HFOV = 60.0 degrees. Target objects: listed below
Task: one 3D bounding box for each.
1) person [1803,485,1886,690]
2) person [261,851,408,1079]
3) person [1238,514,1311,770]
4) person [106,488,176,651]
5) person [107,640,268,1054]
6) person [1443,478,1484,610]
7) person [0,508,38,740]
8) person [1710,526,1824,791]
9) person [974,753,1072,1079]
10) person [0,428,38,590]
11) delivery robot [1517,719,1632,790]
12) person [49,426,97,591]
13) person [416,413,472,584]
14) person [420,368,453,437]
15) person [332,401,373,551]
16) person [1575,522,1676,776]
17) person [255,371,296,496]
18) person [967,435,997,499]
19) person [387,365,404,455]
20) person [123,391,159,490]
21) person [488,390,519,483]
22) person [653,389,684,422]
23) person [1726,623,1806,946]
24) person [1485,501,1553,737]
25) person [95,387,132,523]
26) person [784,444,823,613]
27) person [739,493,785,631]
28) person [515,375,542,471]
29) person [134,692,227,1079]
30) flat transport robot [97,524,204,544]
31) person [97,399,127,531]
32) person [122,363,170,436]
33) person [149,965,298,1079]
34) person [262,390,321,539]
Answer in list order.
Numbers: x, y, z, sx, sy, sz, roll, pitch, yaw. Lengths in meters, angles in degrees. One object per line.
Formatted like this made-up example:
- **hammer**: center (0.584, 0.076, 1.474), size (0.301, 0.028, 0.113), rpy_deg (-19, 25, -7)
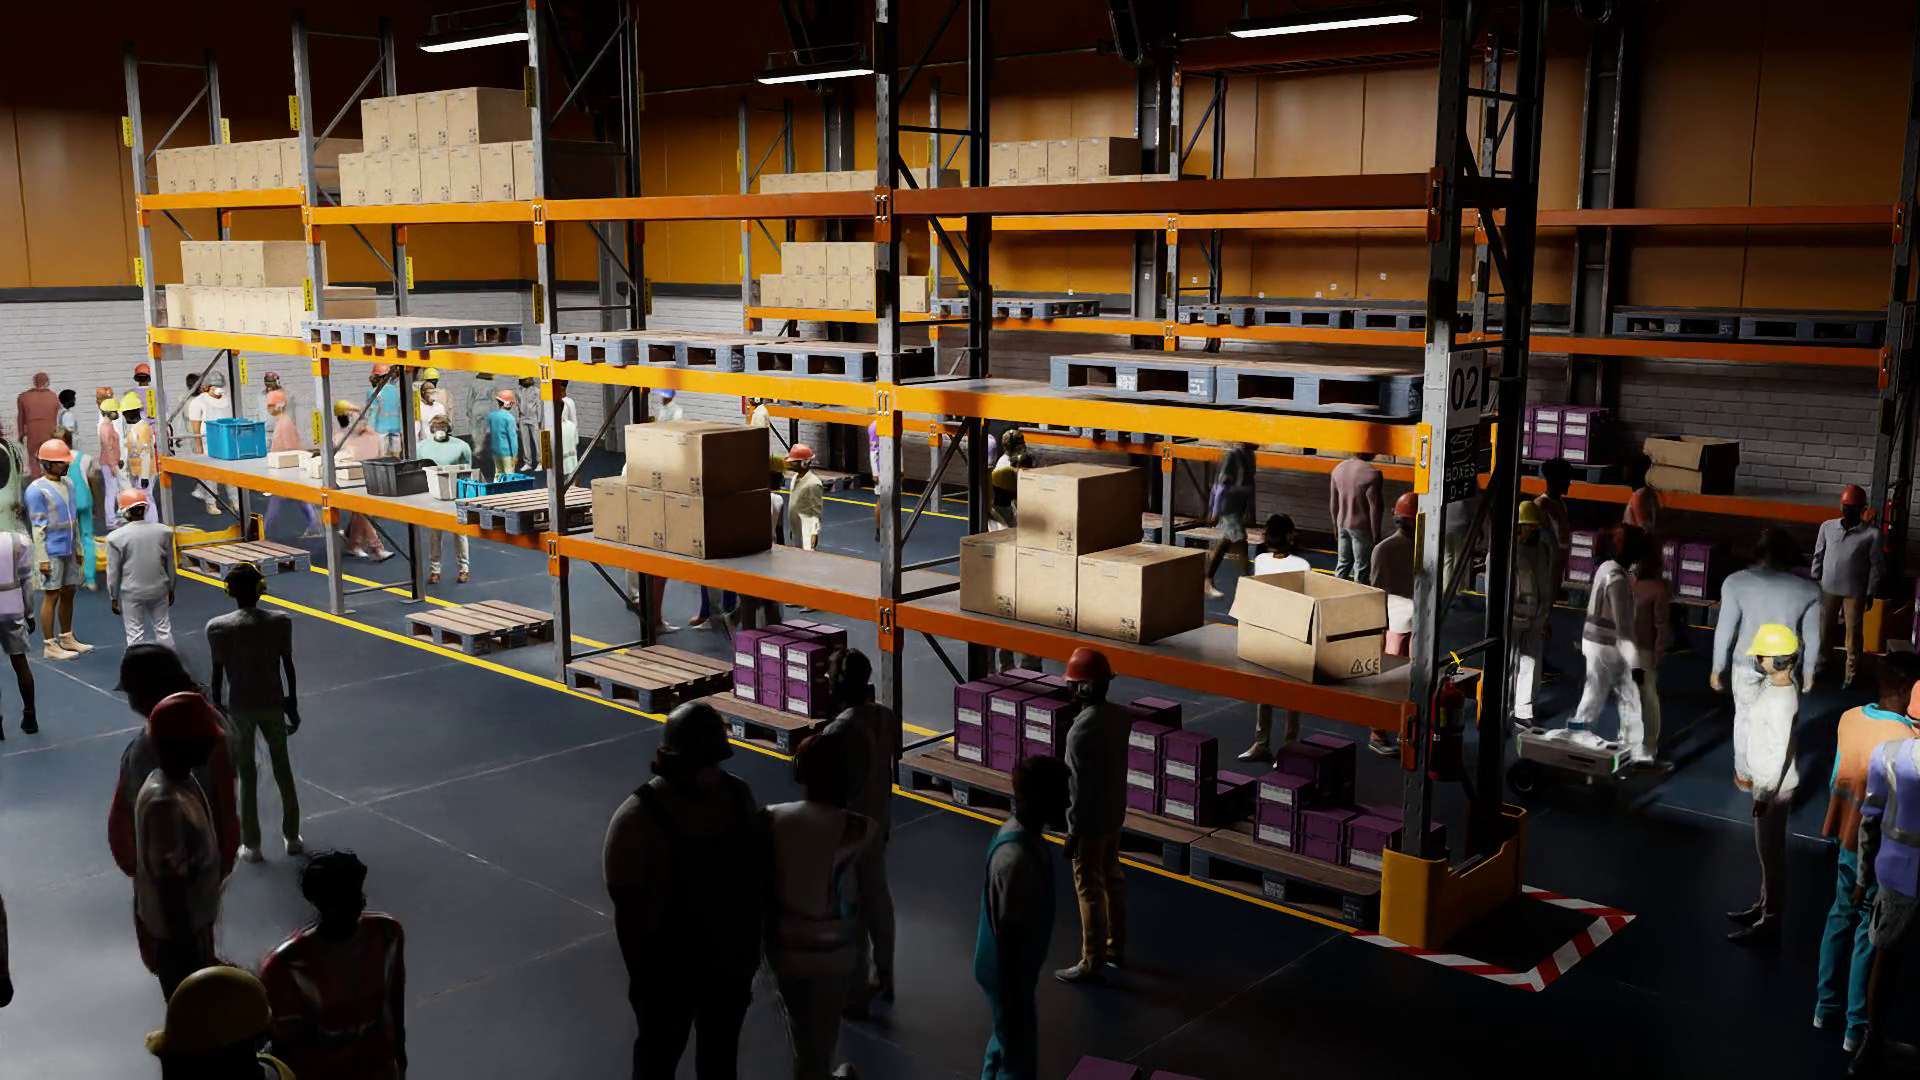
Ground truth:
- **person**: center (7.579, 0.394, 14.261), size (0.318, 1.756, 0.563), rpy_deg (-8, 13, -39)
- **person**: center (-2.140, 1.917, 5.871), size (0.550, 1.664, 0.767), rpy_deg (-9, 13, -41)
- **person**: center (2.296, 0.729, 12.060), size (0.314, 1.866, 0.537), rpy_deg (-10, 14, -43)
- **person**: center (-6.955, 0.424, 14.133), size (0.350, 1.743, 0.568), rpy_deg (9, 14, 42)
- **person**: center (-3.507, 1.424, 7.638), size (0.738, 2.000, 0.700), rpy_deg (0, 10, -1)
- **person**: center (5.176, -0.144, 17.500), size (0.616, 1.683, 0.843), rpy_deg (1, 10, 7)
- **person**: center (-7.416, 0.568, 12.779), size (0.377, 1.932, 0.551), rpy_deg (9, 14, 42)
- **person**: center (5.441, 0.869, 11.225), size (0.675, 1.907, 0.905), rpy_deg (4, 11, 20)
- **person**: center (0.233, 1.723, 6.562), size (0.391, 1.831, 0.517), rpy_deg (1, 10, 3)
- **person**: center (-10.614, -0.442, 18.188), size (0.915, 2.000, 0.689), rpy_deg (-2, 10, -12)
- **delivery robot**: center (4.190, 1.464, 11.350), size (0.707, 0.478, 0.477), rpy_deg (9, 14, 42)
- **person**: center (-9.731, -0.341, 18.250), size (0.528, 1.817, 0.596), rpy_deg (-10, 14, -44)
- **person**: center (-5.770, -0.461, 18.628), size (0.628, 1.930, 0.382), rpy_deg (-2, 10, -10)
- **person**: center (-8.028, -1.666, 25.432), size (0.363, 1.928, 0.587), rpy_deg (8, 13, 37)
- **person**: center (-7.558, -0.794, 20.674), size (1.016, 1.863, 0.605), rpy_deg (8, 13, 37)
- **person**: center (4.701, 0.801, 11.669), size (0.860, 1.852, 0.589), rpy_deg (3, 10, 16)
- **person**: center (-10.353, -1.600, 25.149), size (0.642, 1.900, 0.400), rpy_deg (2, 10, 12)
- **person**: center (0.243, -0.611, 19.468), size (0.382, 1.927, 0.594), rpy_deg (-4, 11, -21)
- **person**: center (-10.190, -2.349, 30.131), size (0.517, 1.632, 0.315), rpy_deg (4, 11, 21)
- **person**: center (-11.673, -1.248, 23.640), size (0.394, 1.729, 0.494), rpy_deg (6, 12, 30)
- **person**: center (-6.481, -1.275, 23.750), size (0.574, 1.742, 0.355), rpy_deg (8, 13, 40)
- **person**: center (-4.112, -1.271, 23.286), size (0.678, 1.895, 0.394), rpy_deg (9, 14, 42)
- **person**: center (4.382, 1.317, 9.033), size (0.315, 1.766, 0.523), rpy_deg (5, 11, 26)
- **person**: center (4.334, 0.604, 12.852), size (0.590, 1.837, 0.404), rpy_deg (-4, 11, -20)
- **person**: center (-11.593, -1.166, 22.793), size (0.372, 1.871, 0.591), rpy_deg (-10, 14, -43)
- **person**: center (-1.630, -0.122, 17.193), size (0.339, 1.749, 0.573), rpy_deg (-6, 12, -31)
- **person**: center (-1.847, 0.215, 15.021), size (0.564, 1.847, 0.396), rpy_deg (-5, 11, -25)
- **person**: center (-7.264, -2.019, 27.985), size (0.491, 1.732, 0.325), rpy_deg (3, 10, 16)
- **person**: center (-3.263, 1.584, 7.063), size (0.384, 1.928, 0.543), rpy_deg (-3, 10, -15)
- **flat transport robot**: center (-10.024, 0.014, 20.614), size (0.652, 0.197, 1.431), rpy_deg (6, 12, 32)
- **person**: center (-11.284, -1.000, 22.148), size (0.334, 1.761, 0.527), rpy_deg (-5, 11, -25)
- **person**: center (-12.095, -1.607, 24.771), size (0.607, 2.044, 0.371), rpy_deg (-5, 11, -27)
- **person**: center (-1.890, 2.048, 4.475), size (0.407, 1.917, 0.583), rpy_deg (-5, 11, -27)
- **person**: center (-8.713, -0.938, 21.273), size (1.005, 1.936, 0.630), rpy_deg (-5, 11, -25)
